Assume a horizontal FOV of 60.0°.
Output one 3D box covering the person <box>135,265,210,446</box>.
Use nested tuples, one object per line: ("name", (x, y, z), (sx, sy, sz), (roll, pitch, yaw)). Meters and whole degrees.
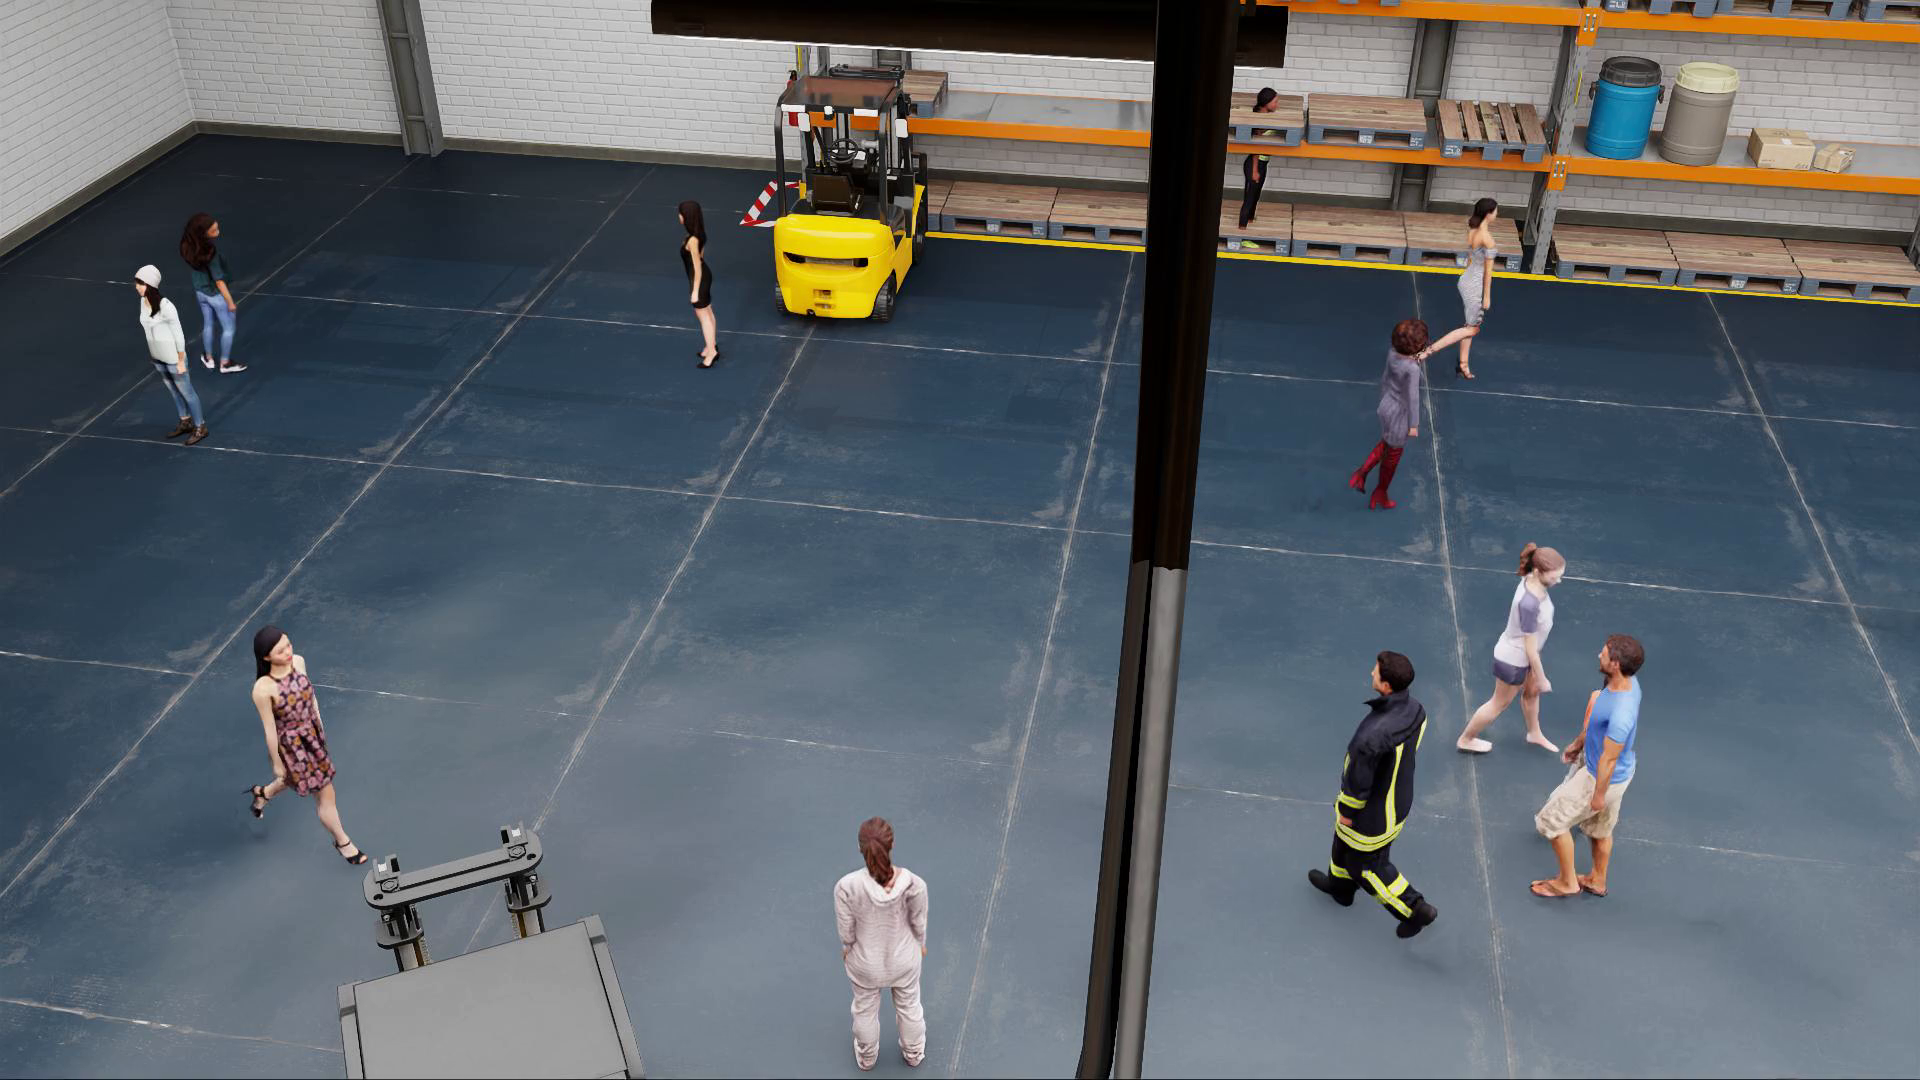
("person", (-6.871, -1.615, 14.438), (0.552, 1.643, 0.693), (19, 38, 26))

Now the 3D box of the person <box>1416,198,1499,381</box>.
("person", (4.621, -2.252, 15.252), (0.951, 1.804, 0.733), (-2, 34, -3))

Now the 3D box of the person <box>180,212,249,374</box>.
("person", (-6.998, -2.291, 15.505), (0.726, 1.587, 0.938), (14, 36, 19))

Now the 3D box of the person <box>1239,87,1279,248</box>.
("person", (3.189, -4.031, 17.972), (0.586, 1.754, 0.604), (14, 36, 20))

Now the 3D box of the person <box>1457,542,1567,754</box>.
("person", (3.544, 0.762, 10.787), (0.948, 1.726, 0.778), (9, 35, 14))

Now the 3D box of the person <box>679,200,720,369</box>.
("person", (-2.439, -2.404, 15.621), (0.559, 1.648, 0.611), (-1, 34, -2))

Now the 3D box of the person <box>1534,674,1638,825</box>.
("person", (3.908, 1.330, 10.321), (0.896, 1.295, 0.767), (-14, 36, -20))

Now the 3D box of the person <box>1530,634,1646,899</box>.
("person", (3.868, 1.384, 9.750), (0.824, 1.838, 0.765), (15, 37, 22))

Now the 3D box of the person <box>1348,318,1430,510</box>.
("person", (3.445, -0.988, 13.439), (0.783, 1.705, 0.706), (-7, 34, -10))

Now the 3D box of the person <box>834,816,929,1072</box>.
("person", (-0.400, 2.152, 8.726), (0.598, 1.692, 0.751), (-3, 34, -4))

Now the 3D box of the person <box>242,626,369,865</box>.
("person", (-4.065, 1.239, 10.047), (1.102, 1.750, 0.693), (9, 35, 14))

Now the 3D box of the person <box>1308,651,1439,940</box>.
("person", (2.449, 1.500, 9.518), (1.216, 1.901, 1.044), (23, 40, 30))
